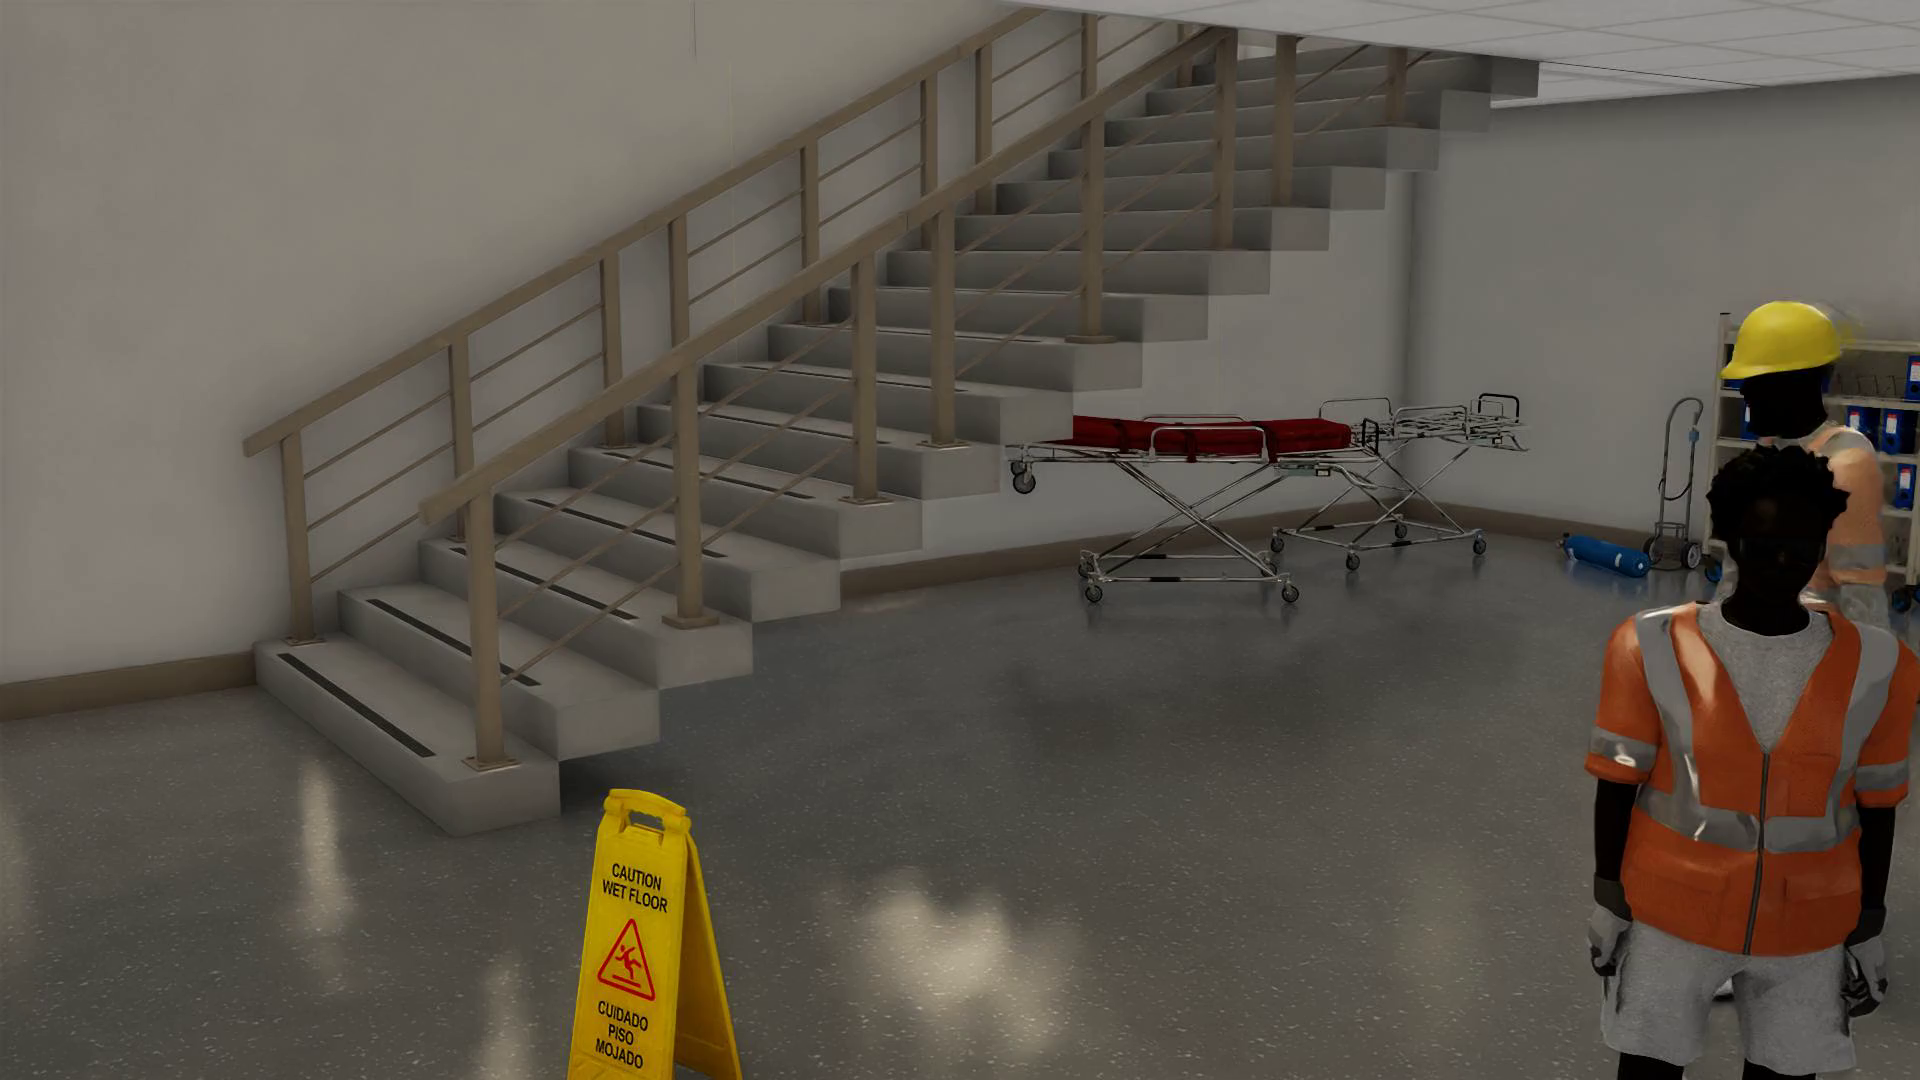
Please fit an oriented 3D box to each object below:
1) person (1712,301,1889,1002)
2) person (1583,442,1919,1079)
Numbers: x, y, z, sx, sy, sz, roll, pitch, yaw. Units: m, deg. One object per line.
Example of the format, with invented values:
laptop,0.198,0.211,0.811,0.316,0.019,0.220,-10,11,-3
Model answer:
person,2.184,0.313,4.479,0.734,1.893,0.597,2,10,12
person,1.377,0.673,2.955,0.532,1.699,0.318,3,10,14
